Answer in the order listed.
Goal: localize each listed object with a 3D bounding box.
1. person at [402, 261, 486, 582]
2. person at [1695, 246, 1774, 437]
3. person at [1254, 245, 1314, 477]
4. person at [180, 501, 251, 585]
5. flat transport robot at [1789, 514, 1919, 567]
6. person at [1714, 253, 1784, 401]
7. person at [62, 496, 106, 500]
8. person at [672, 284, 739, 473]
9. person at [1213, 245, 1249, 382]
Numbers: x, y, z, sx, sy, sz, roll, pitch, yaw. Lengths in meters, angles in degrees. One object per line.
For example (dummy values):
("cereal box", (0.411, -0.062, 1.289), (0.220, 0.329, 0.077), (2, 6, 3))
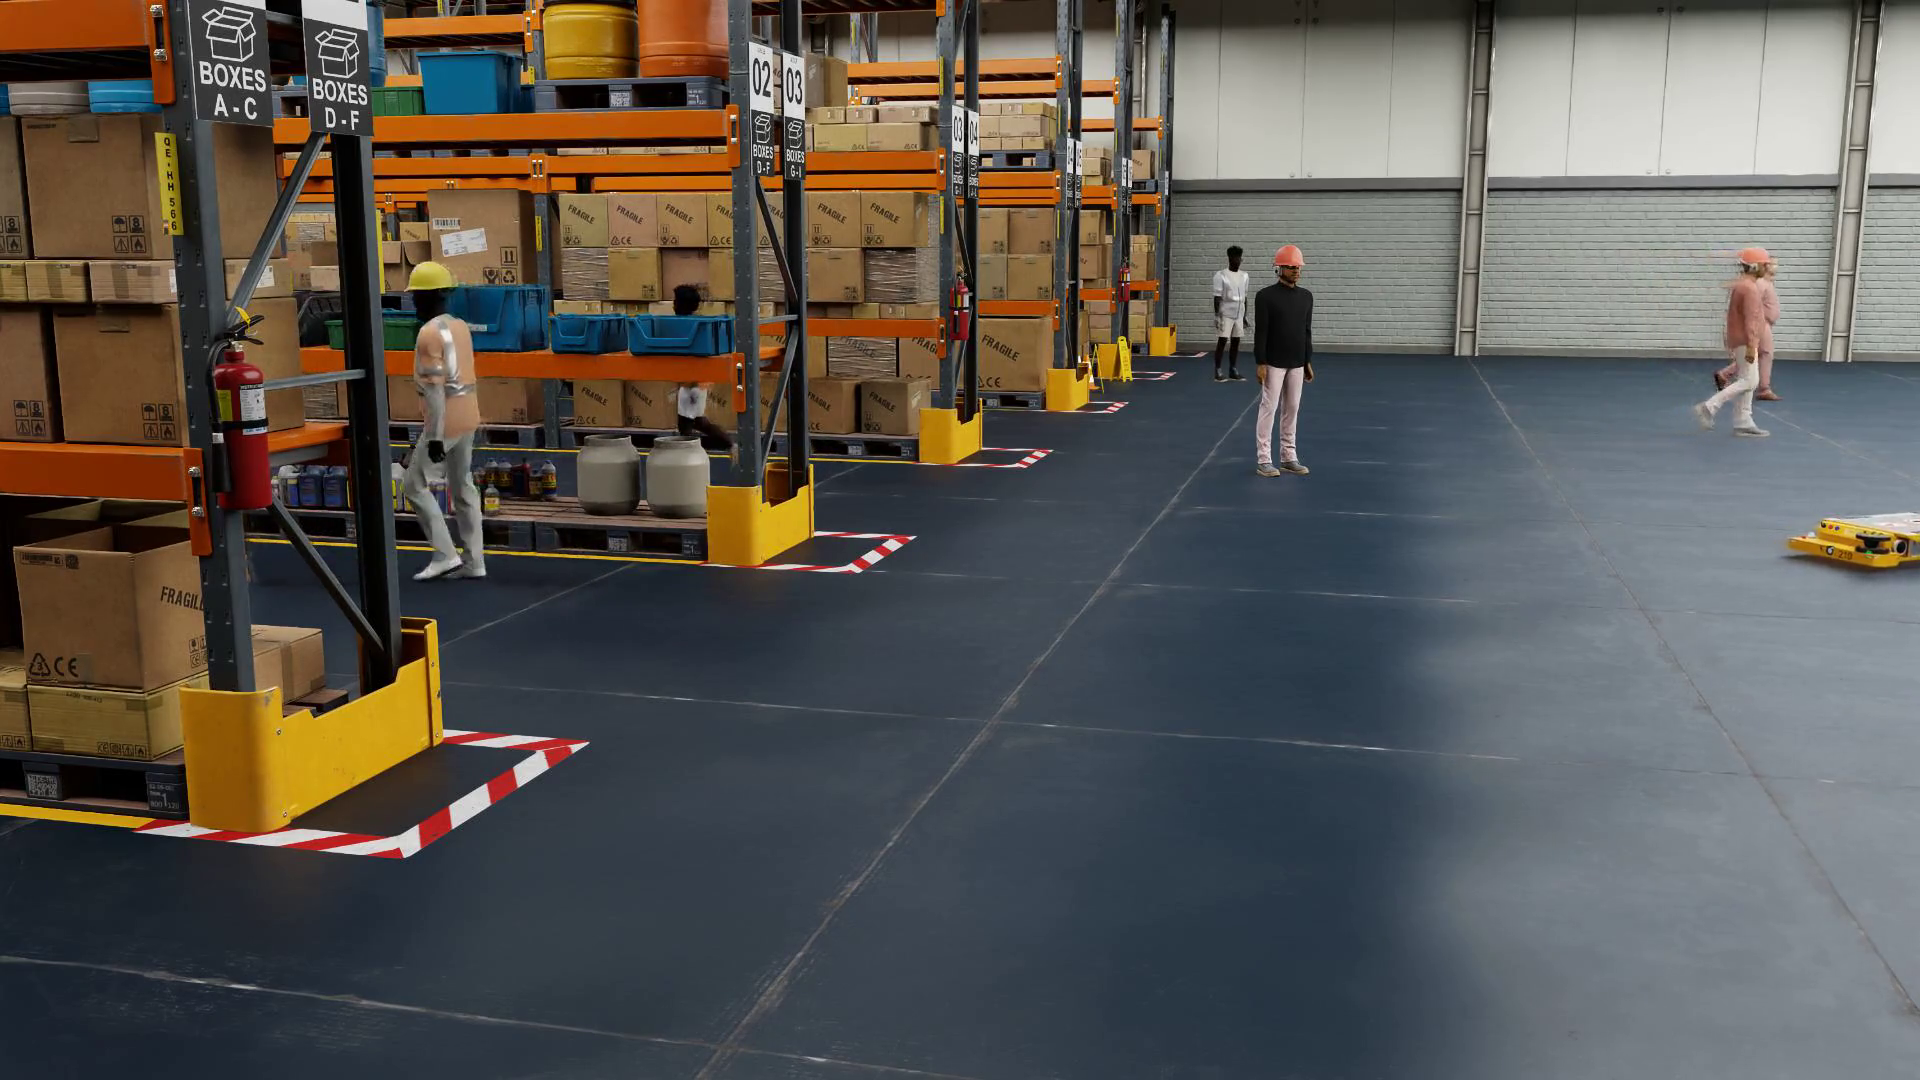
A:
("person", (-3.110, -0.689, 9.901), (0.557, 1.907, 0.624), (1, 10, 6))
("person", (8.093, -2.048, 17.248), (0.649, 1.981, 0.628), (3, 11, 18))
("person", (2.821, -1.550, 14.453), (0.612, 1.995, 0.382), (-6, 12, -29))
("person", (-4.611, -0.717, 9.773), (0.854, 2.013, 0.643), (1, 10, 5))
("flat transport robot", (6.174, -0.019, 10.747), (1.431, 0.197, 0.652), (-4, 11, -19))
("person", (10.198, -2.738, 21.371), (0.794, 1.883, 0.649), (6, 12, 31))
("person", (-5.725, -0.798, 10.636), (0.329, 1.872, 0.509), (2, 10, 9))
("person", (-2.178, -1.321, 14.057), (0.667, 1.683, 0.542), (-1, 10, -8))
("person", (3.923, -3.262, 24.020), (0.613, 1.961, 0.368), (-6, 12, -29))
